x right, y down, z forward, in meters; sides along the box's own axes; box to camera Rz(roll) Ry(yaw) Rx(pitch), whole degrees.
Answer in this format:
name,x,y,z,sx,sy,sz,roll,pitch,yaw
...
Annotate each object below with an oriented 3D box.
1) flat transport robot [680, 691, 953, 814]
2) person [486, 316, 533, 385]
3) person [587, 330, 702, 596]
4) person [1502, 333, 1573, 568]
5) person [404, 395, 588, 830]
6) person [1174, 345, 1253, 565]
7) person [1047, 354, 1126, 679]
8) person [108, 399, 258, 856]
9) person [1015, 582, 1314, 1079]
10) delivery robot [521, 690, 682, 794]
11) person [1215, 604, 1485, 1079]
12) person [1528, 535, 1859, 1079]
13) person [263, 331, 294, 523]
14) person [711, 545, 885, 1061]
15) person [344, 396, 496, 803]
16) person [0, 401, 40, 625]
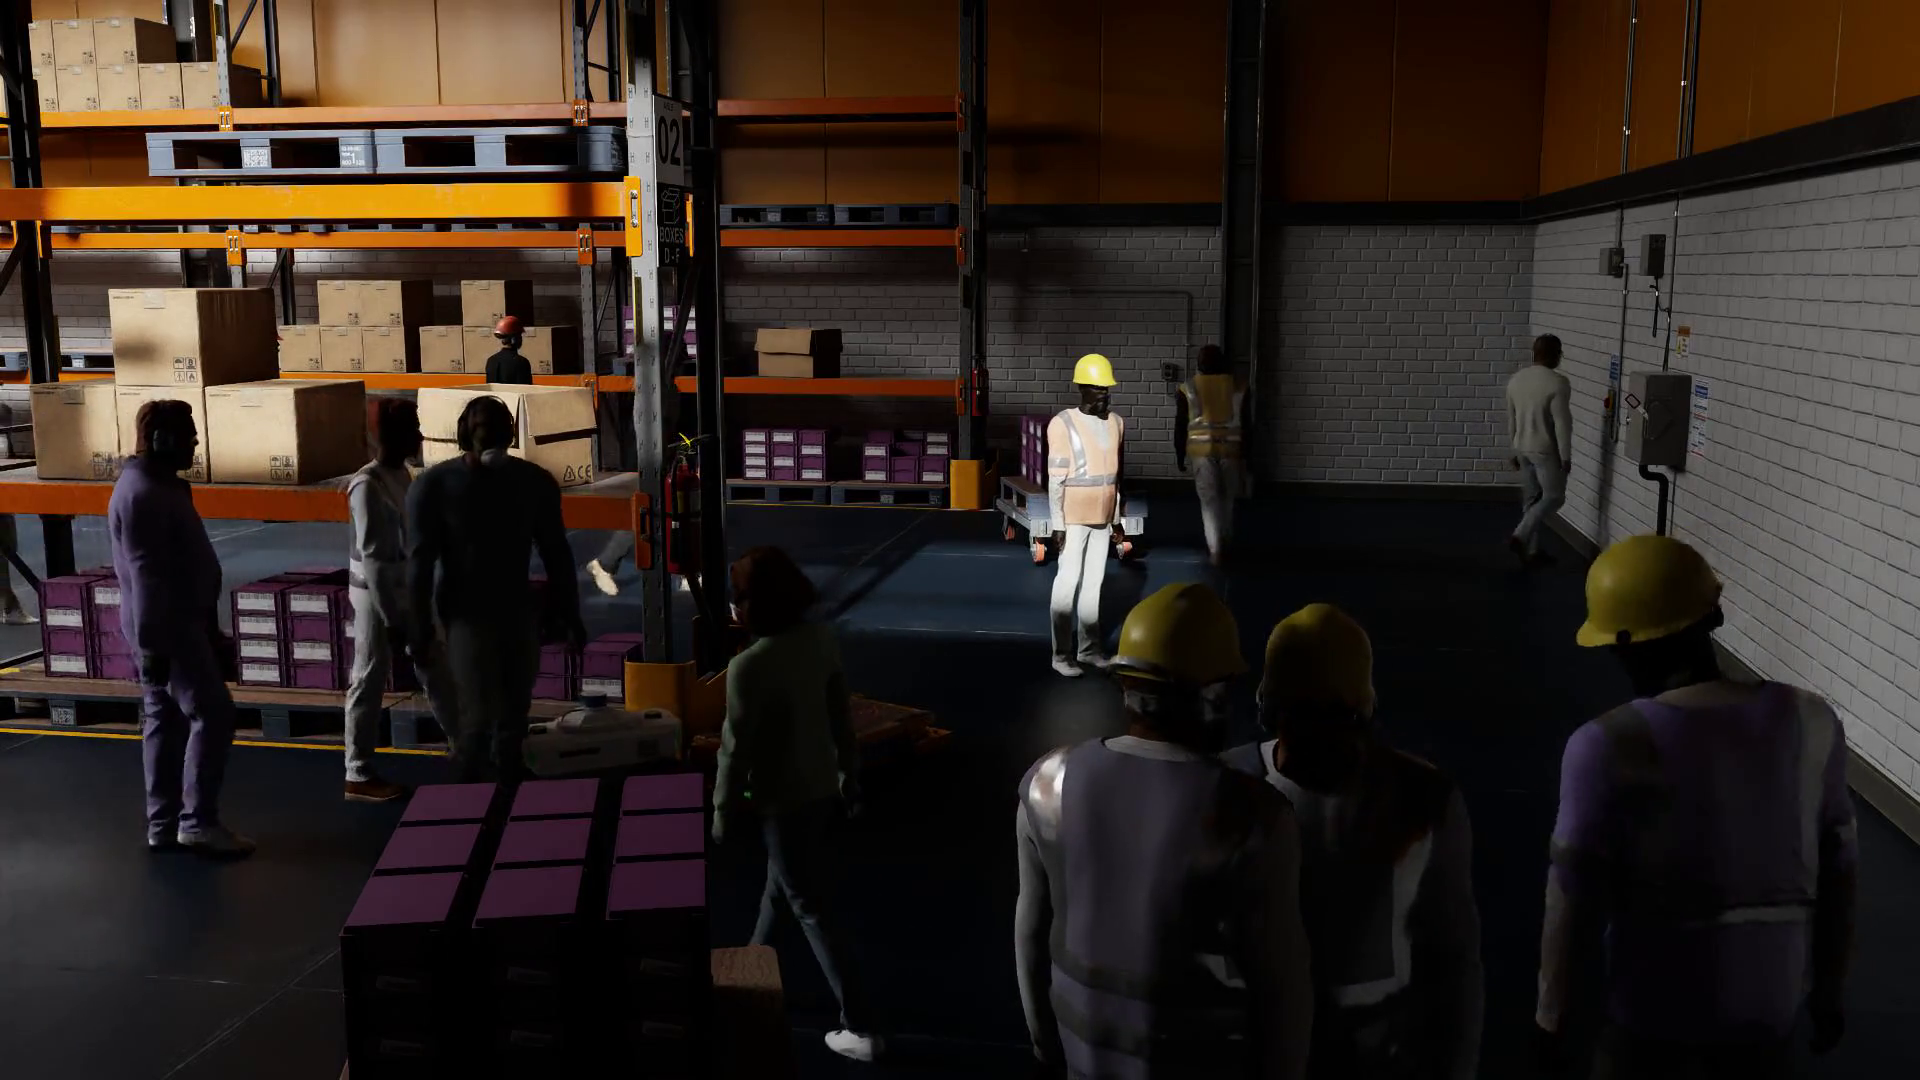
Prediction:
name,x,y,z,sx,sy,sz,roll,pitch,yaw
flat transport robot,-0.727,0.991,8.009,0.652,0.197,1.431,7,11,37
person,-4.230,-1.122,15.782,0.612,1.997,0.375,6,11,34
person,-2.321,-0.607,12.449,0.945,2.000,0.764,-1,9,-9
person,4.675,-0.712,13.481,0.717,1.925,0.651,-4,10,-24
person,-1.942,0.344,6.926,0.675,1.916,0.451,-7,12,-39
person,2.107,-0.733,13.988,0.637,1.794,0.938,0,9,-3
person,0.774,-0.150,9.966,0.589,1.927,0.388,-8,12,-41
person,-3.156,0.364,6.863,0.558,1.892,0.681,-4,10,-24
person,0.398,0.987,3.212,0.601,1.827,0.403,6,11,33
delivery robot,-1.605,0.910,7.347,0.707,0.478,0.477,-5,10,-28
person,0.716,0.993,3.329,0.607,1.795,0.914,1,9,8
person,1.506,0.935,3.402,0.662,1.892,0.394,-1,9,-6
person,-6.649,-1.131,16.020,0.357,1.938,0.545,-5,10,-29
person,-0.558,0.793,5.141,0.831,1.583,0.527,5,11,29
person,-2.408,0.290,7.470,0.902,1.845,0.604,1,9,6
person,-6.684,-0.332,11.362,0.709,1.846,0.502,3,10,16
